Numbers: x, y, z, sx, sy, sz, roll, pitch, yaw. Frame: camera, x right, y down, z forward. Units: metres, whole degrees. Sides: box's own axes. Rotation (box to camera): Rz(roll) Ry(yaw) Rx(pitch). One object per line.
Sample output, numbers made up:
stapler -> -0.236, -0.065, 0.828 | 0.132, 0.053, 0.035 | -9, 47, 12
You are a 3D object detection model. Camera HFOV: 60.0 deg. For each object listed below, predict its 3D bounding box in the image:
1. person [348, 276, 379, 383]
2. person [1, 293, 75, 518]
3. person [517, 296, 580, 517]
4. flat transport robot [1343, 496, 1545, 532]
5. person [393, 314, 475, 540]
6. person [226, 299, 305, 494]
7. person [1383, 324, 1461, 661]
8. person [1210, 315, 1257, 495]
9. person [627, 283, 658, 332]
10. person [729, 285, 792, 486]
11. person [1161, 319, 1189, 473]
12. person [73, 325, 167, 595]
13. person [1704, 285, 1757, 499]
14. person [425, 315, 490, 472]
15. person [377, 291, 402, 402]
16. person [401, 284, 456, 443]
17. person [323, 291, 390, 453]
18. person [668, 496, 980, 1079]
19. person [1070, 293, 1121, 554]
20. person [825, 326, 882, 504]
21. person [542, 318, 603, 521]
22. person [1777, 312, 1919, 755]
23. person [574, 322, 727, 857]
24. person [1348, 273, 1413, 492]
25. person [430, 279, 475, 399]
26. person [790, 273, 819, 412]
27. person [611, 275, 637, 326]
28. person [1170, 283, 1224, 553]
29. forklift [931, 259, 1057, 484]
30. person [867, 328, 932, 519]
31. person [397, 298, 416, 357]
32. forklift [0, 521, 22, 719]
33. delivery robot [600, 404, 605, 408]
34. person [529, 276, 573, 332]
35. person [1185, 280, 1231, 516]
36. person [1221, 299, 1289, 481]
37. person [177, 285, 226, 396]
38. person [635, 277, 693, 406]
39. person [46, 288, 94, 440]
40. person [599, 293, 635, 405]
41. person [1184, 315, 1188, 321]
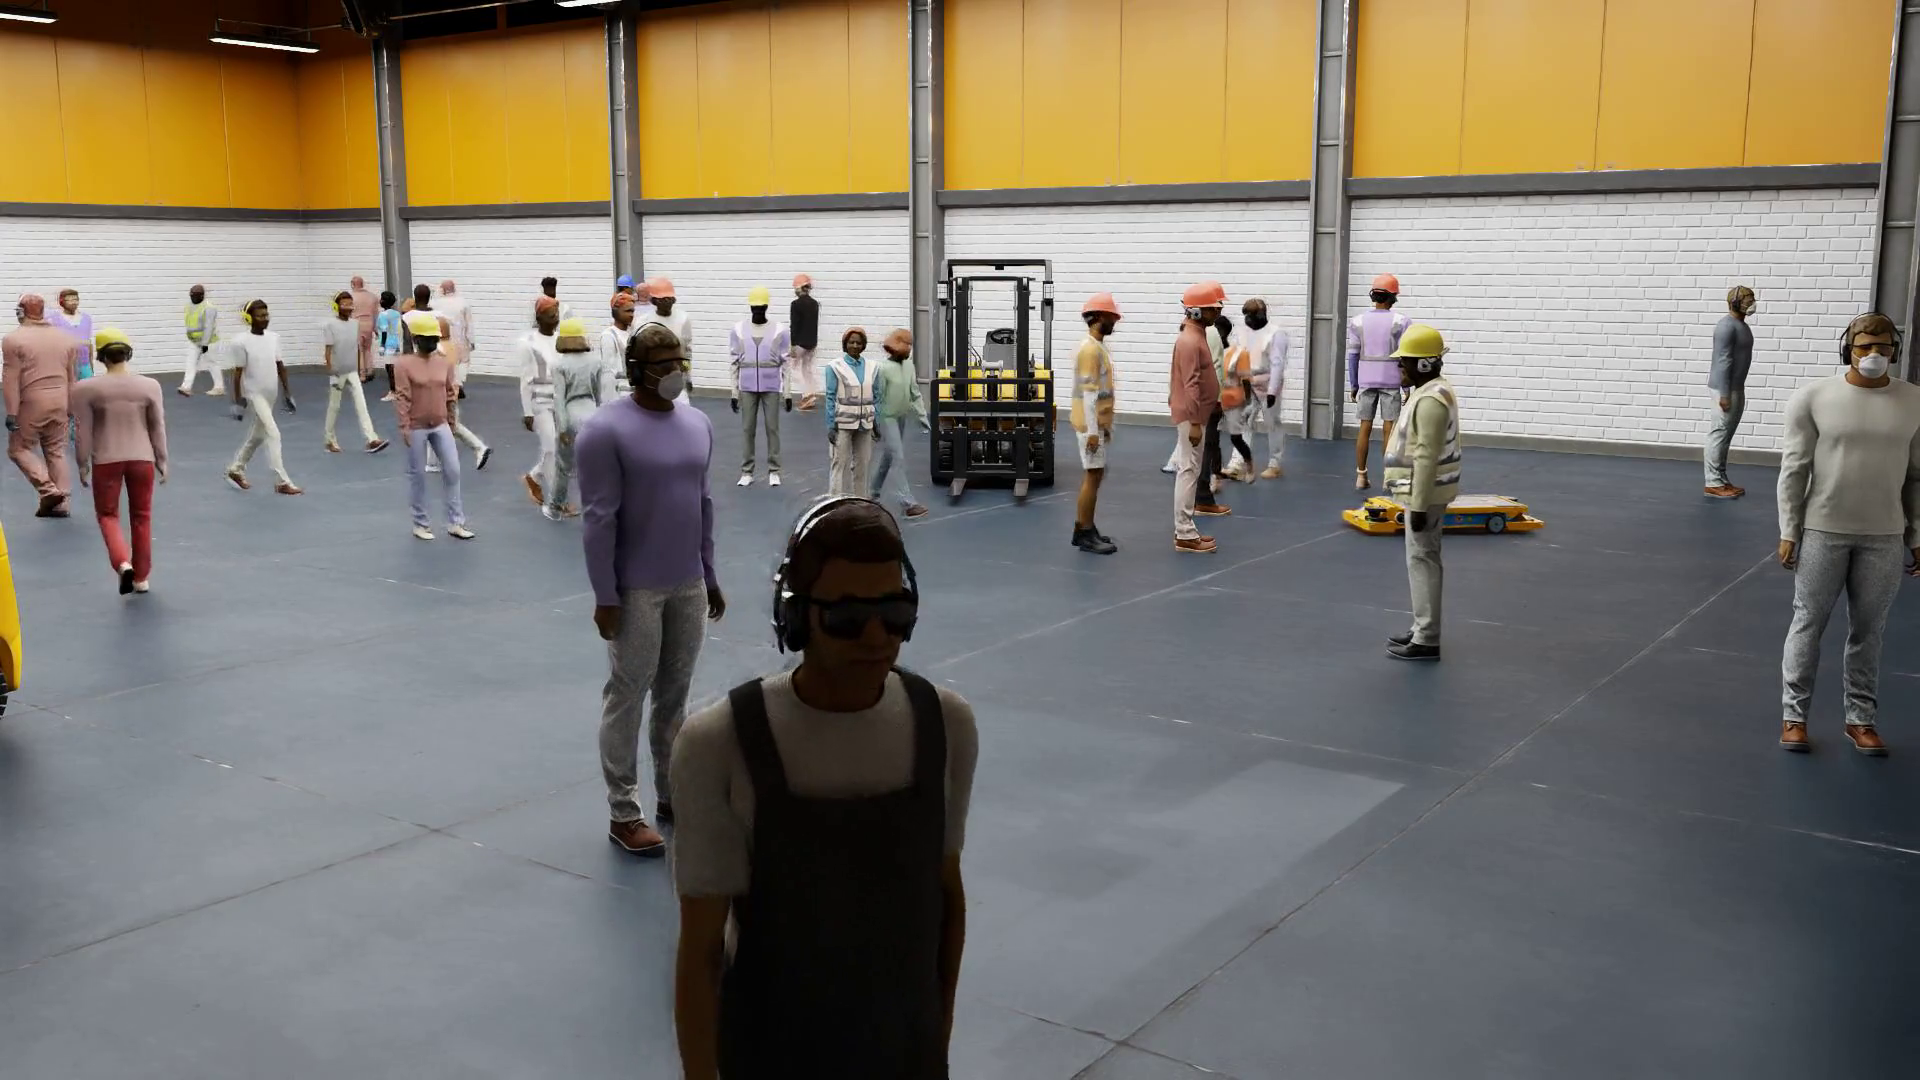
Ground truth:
person -> -10.655, -3.723, 29.466 | 0.516, 1.891, 0.675 | 9, 13, 44
person -> -7.713, -1.110, 13.919 | 0.414, 1.891, 0.668 | 4, 10, 23
person -> -3.527, -1.136, 14.144 | 0.670, 1.866, 0.591 | 6, 11, 32
flat transport robot -> 3.894, -0.218, 13.424 | 1.431, 0.197, 0.652 | -1, 10, -5
person -> -4.054, -0.850, 12.796 | 0.544, 1.748, 0.613 | -9, 13, -43
person -> -6.564, -1.342, 15.536 | 0.986, 1.824, 0.511 | 4, 10, 20
person -> 2.505, -0.256, 9.050 | 0.403, 1.823, 0.595 | 3, 10, 16
person -> 2.519, -1.274, 15.535 | 0.569, 1.666, 0.719 | 7, 12, 35
person -> -3.772, -2.163, 20.175 | 0.691, 1.897, 0.426 | 0, 10, 2
person -> -1.919, -1.475, 15.987 | 0.598, 1.926, 0.371 | 0, 10, 2
person -> 2.395, -1.478, 17.030 | 0.858, 1.589, 0.522 | -7, 12, -36
person -> -5.353, -0.492, 10.649 | 0.538, 1.758, 0.521 | -7, 12, -34
person -> 7.057, -1.355, 15.233 | 0.376, 1.940, 0.627 | 7, 12, 38
person -> -5.203, -1.479, 16.945 | 0.701, 1.615, 0.524 | 1, 10, 8
person -> -8.768, -2.973, 25.584 | 0.316, 1.700, 0.540 | 1, 10, 8
person -> -6.248, -2.063, 19.604 | 0.742, 1.895, 0.592 | 9, 13, 43
person -> -6.817, -1.853, 18.555 | 1.013, 1.815, 0.517 | 7, 12, 36
person -> -0.159, 0.850, 2.493 | 0.518, 1.808, 0.891 | -3, 10, -20
person -> 0.995, -0.855, 12.374 | 0.403, 1.906, 0.594 | 2, 10, 9
person -> -0.863, -0.904, 13.452 | 0.514, 1.636, 0.315 | -7, 12, -37
person -> -3.118, -0.953, 13.588 | 0.500, 1.690, 0.927 | -8, 13, -40
person -> 3.916, -0.022, 7.296 | 0.628, 1.940, 0.373 | 2, 10, 13
person -> -1.121, 0.170, 6.155 | 0.370, 1.940, 0.627 | 7, 12, 35
person -> 3.956, -1.474, 15.638 | 0.608, 2.044, 0.377 | 6, 11, 31
person -> -7.865, -3.104, 25.808 | 0.671, 1.877, 0.438 | 0, 10, -2
person -> -2.248, -2.807, 23.756 | 0.431, 1.979, 0.644 | 6, 11, 30
person -> -5.100, -3.056, 25.338 | 0.405, 1.946, 0.610 | -6, 11, -31
person -> 1.757, -0.908, 12.405 | 0.381, 1.994, 0.613 | 1, 10, 8
forklift -> 0.370, -1.738, 16.759 | 1.214, 2.155, 2.313 | 1, 10, 3
person -> -0.507, -0.982, 14.044 | 0.838, 1.587, 0.508 | 6, 11, 31
person -> -7.749, -2.603, 23.571 | 0.498, 1.634, 0.278 | 6, 11, 33
forklift -> -5.296, -0.090, 6.943 | 1.214, 2.155, 2.313 | 7, 12, 35
delivery robot -> -4.681, -1.555, 20.263 | 0.707, 0.478, 0.477 | 1, 10, 7
person -> -5.562, -2.618, 22.696 | 0.624, 1.953, 0.507 | -5, 11, -29
person -> 2.093, -1.209, 14.193 | 0.379, 1.996, 0.609 | -2, 10, -14
person -> 2.913, -1.463, 16.348 | 0.911, 1.789, 0.639 | -8, 13, -41
person -> -12.156, -3.169, 26.519 | 0.693, 1.779, 0.922 | 4, 10, 24
person -> -2.908, -1.610, 16.603 | 0.634, 1.986, 1.025 | -5, 11, -26
person -> -10.652, -2.099, 19.986 | 0.439, 1.833, 0.559 | 6, 11, 32
person -> -2.948, -1.204, 14.506 | 0.352, 1.881, 0.576 | 1, 10, 8
person -> 2.669, -1.828, 18.952 | 0.280, 1.636, 0.504 | 6, 11, 33
